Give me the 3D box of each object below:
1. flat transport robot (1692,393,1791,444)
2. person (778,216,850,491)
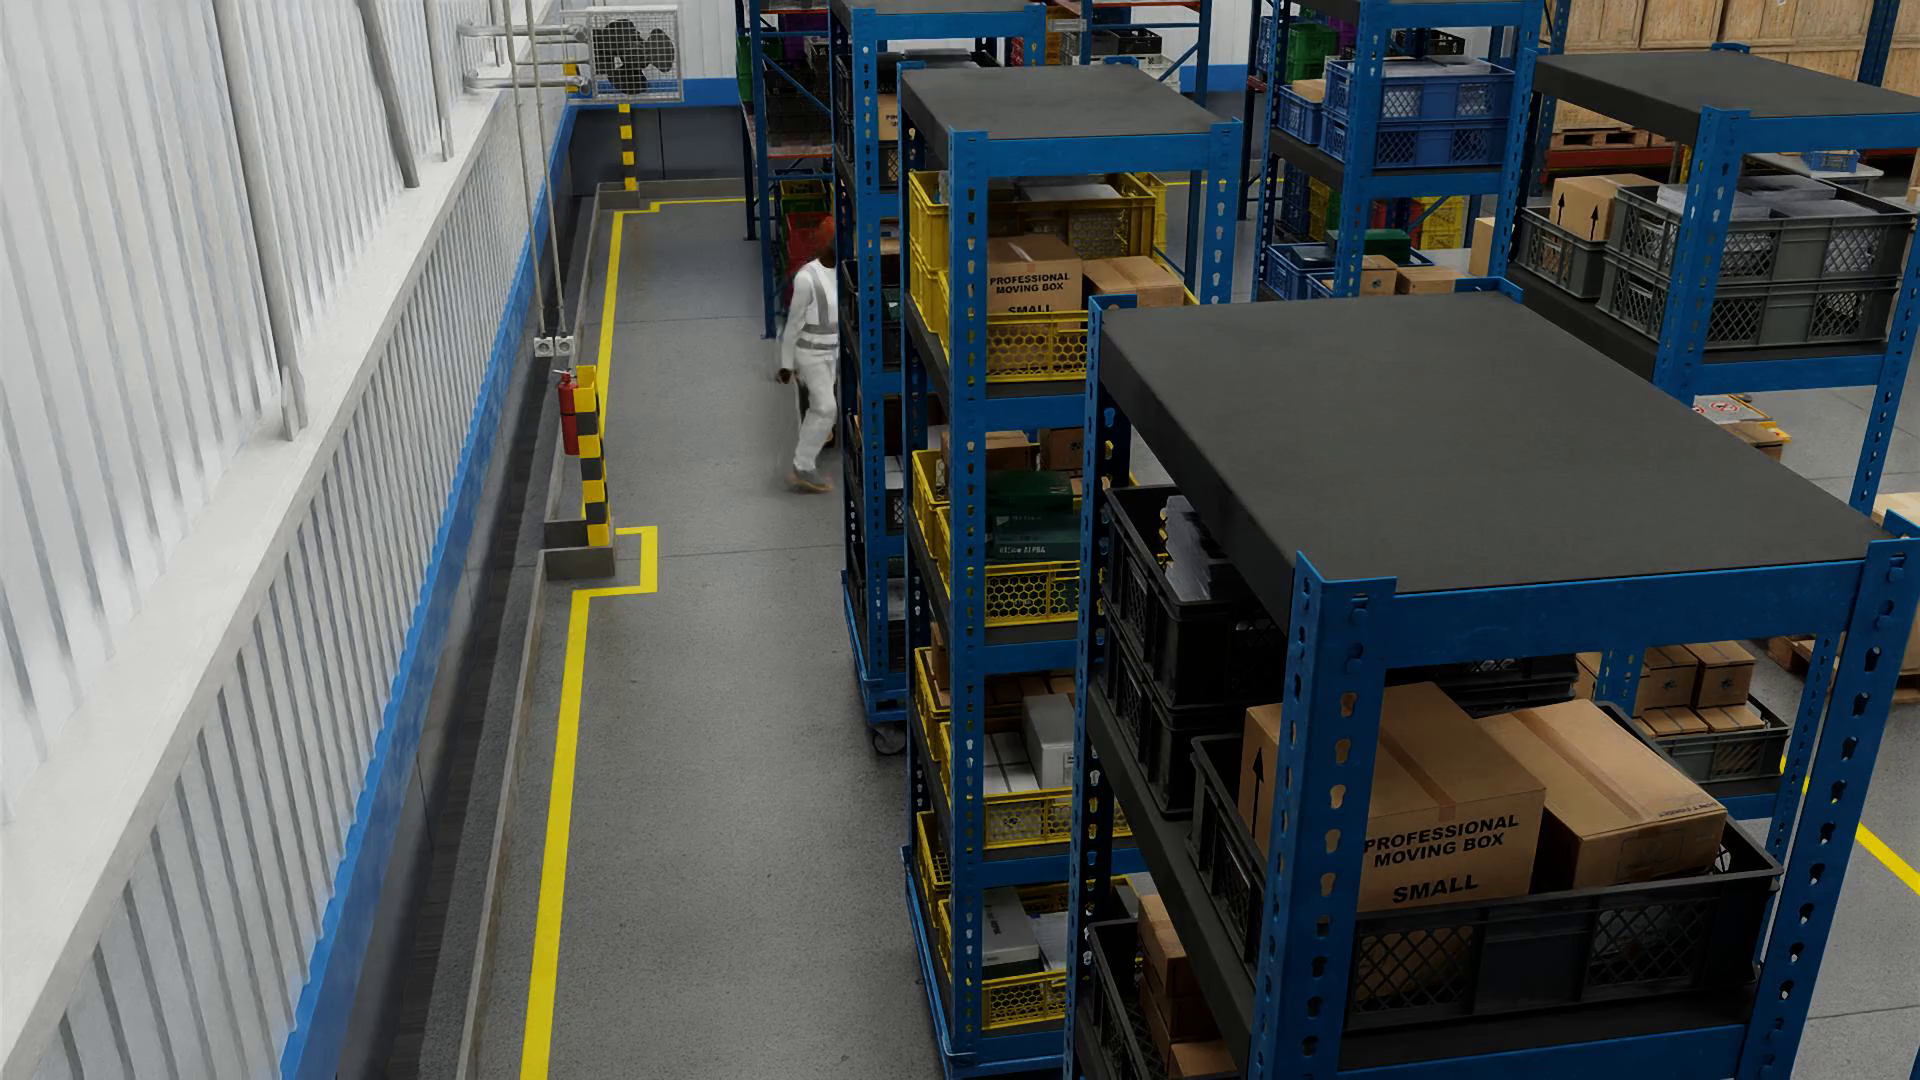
[{"bbox_3d":[5.224,-0.859,12.132,1.431,0.197,0.652,-4,25,-8],"label":"flat transport robot"},{"bbox_3d":[-0.949,-1.242,11.102,0.508,1.849,0.594,10,26,20],"label":"person"}]
